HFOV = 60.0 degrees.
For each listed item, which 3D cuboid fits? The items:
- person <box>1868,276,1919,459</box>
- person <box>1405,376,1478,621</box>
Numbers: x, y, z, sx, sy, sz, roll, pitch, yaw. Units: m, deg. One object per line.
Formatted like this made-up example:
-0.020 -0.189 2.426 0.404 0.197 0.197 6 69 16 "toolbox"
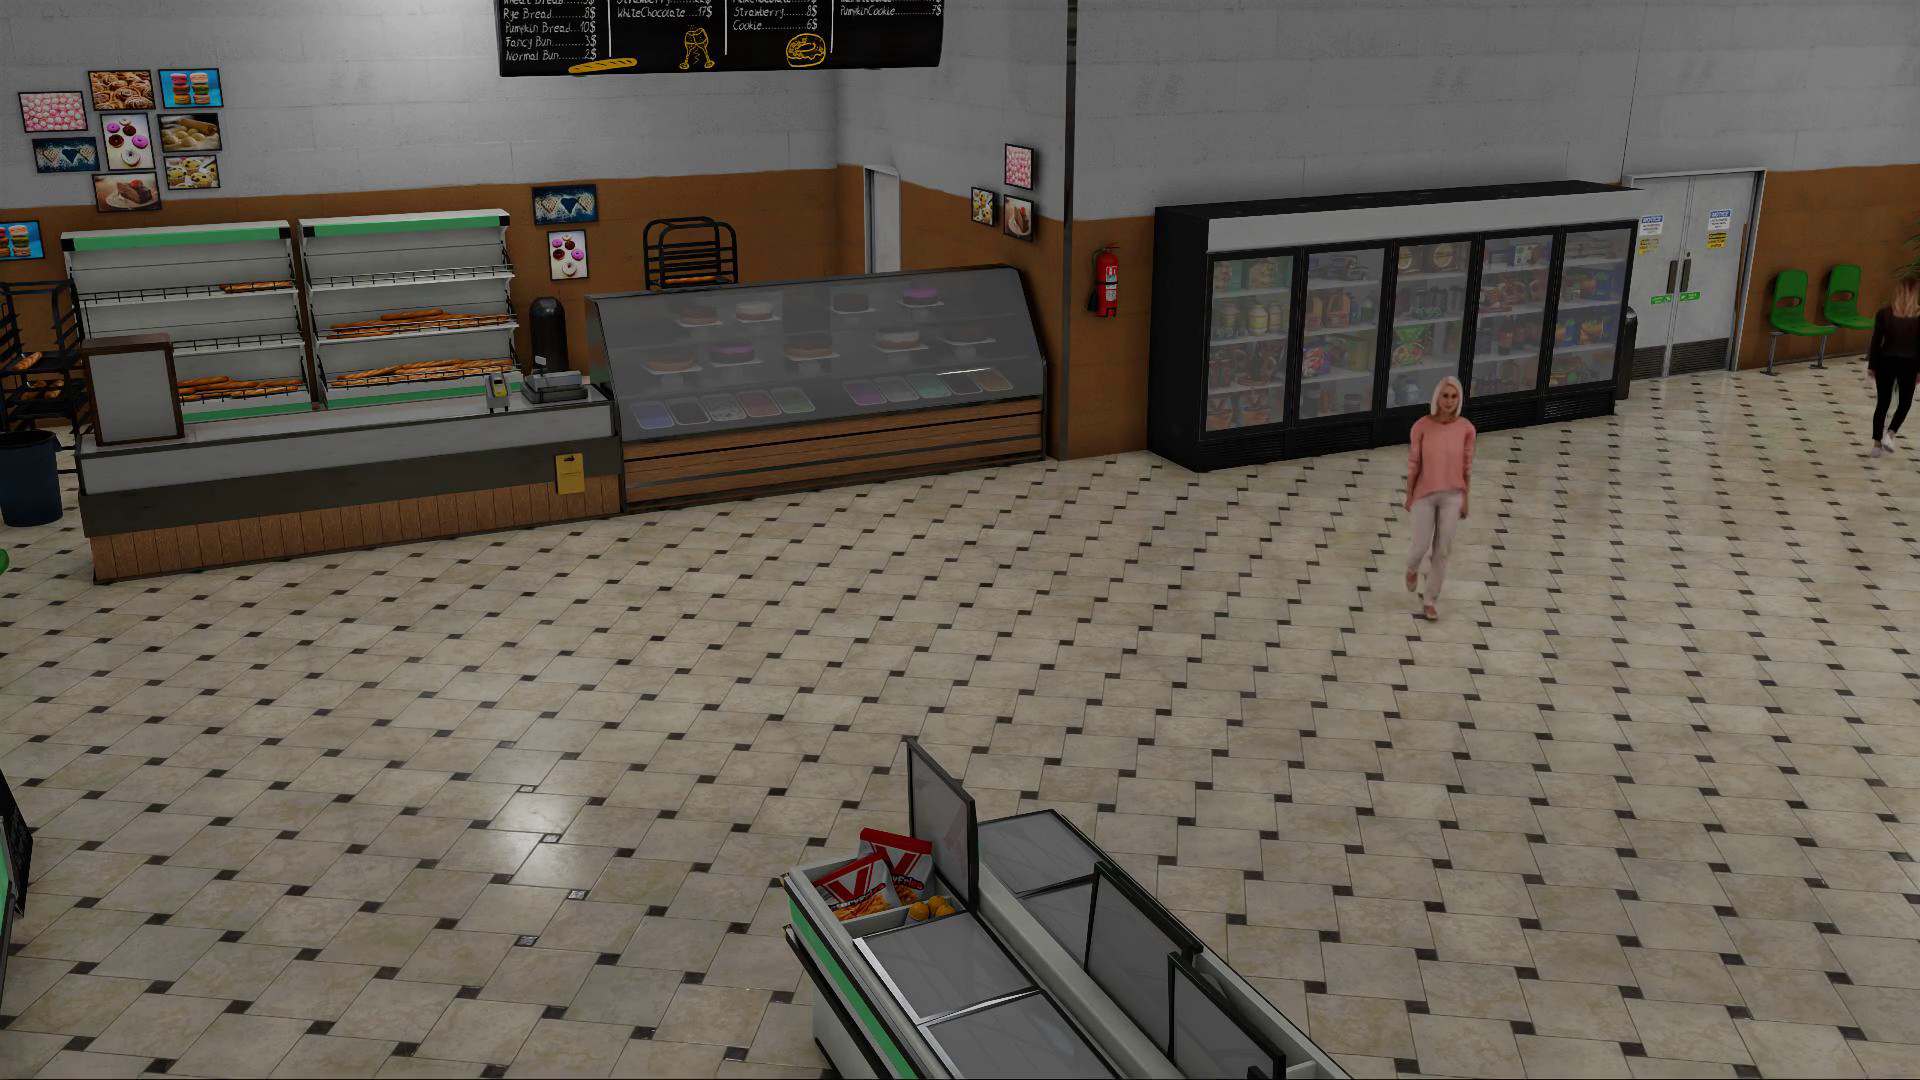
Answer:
8.652 -1.575 15.397 0.703 1.692 0.800 13 23 34 "person"
3.339 -0.322 11.650 0.819 1.712 0.924 2 19 6 "person"
